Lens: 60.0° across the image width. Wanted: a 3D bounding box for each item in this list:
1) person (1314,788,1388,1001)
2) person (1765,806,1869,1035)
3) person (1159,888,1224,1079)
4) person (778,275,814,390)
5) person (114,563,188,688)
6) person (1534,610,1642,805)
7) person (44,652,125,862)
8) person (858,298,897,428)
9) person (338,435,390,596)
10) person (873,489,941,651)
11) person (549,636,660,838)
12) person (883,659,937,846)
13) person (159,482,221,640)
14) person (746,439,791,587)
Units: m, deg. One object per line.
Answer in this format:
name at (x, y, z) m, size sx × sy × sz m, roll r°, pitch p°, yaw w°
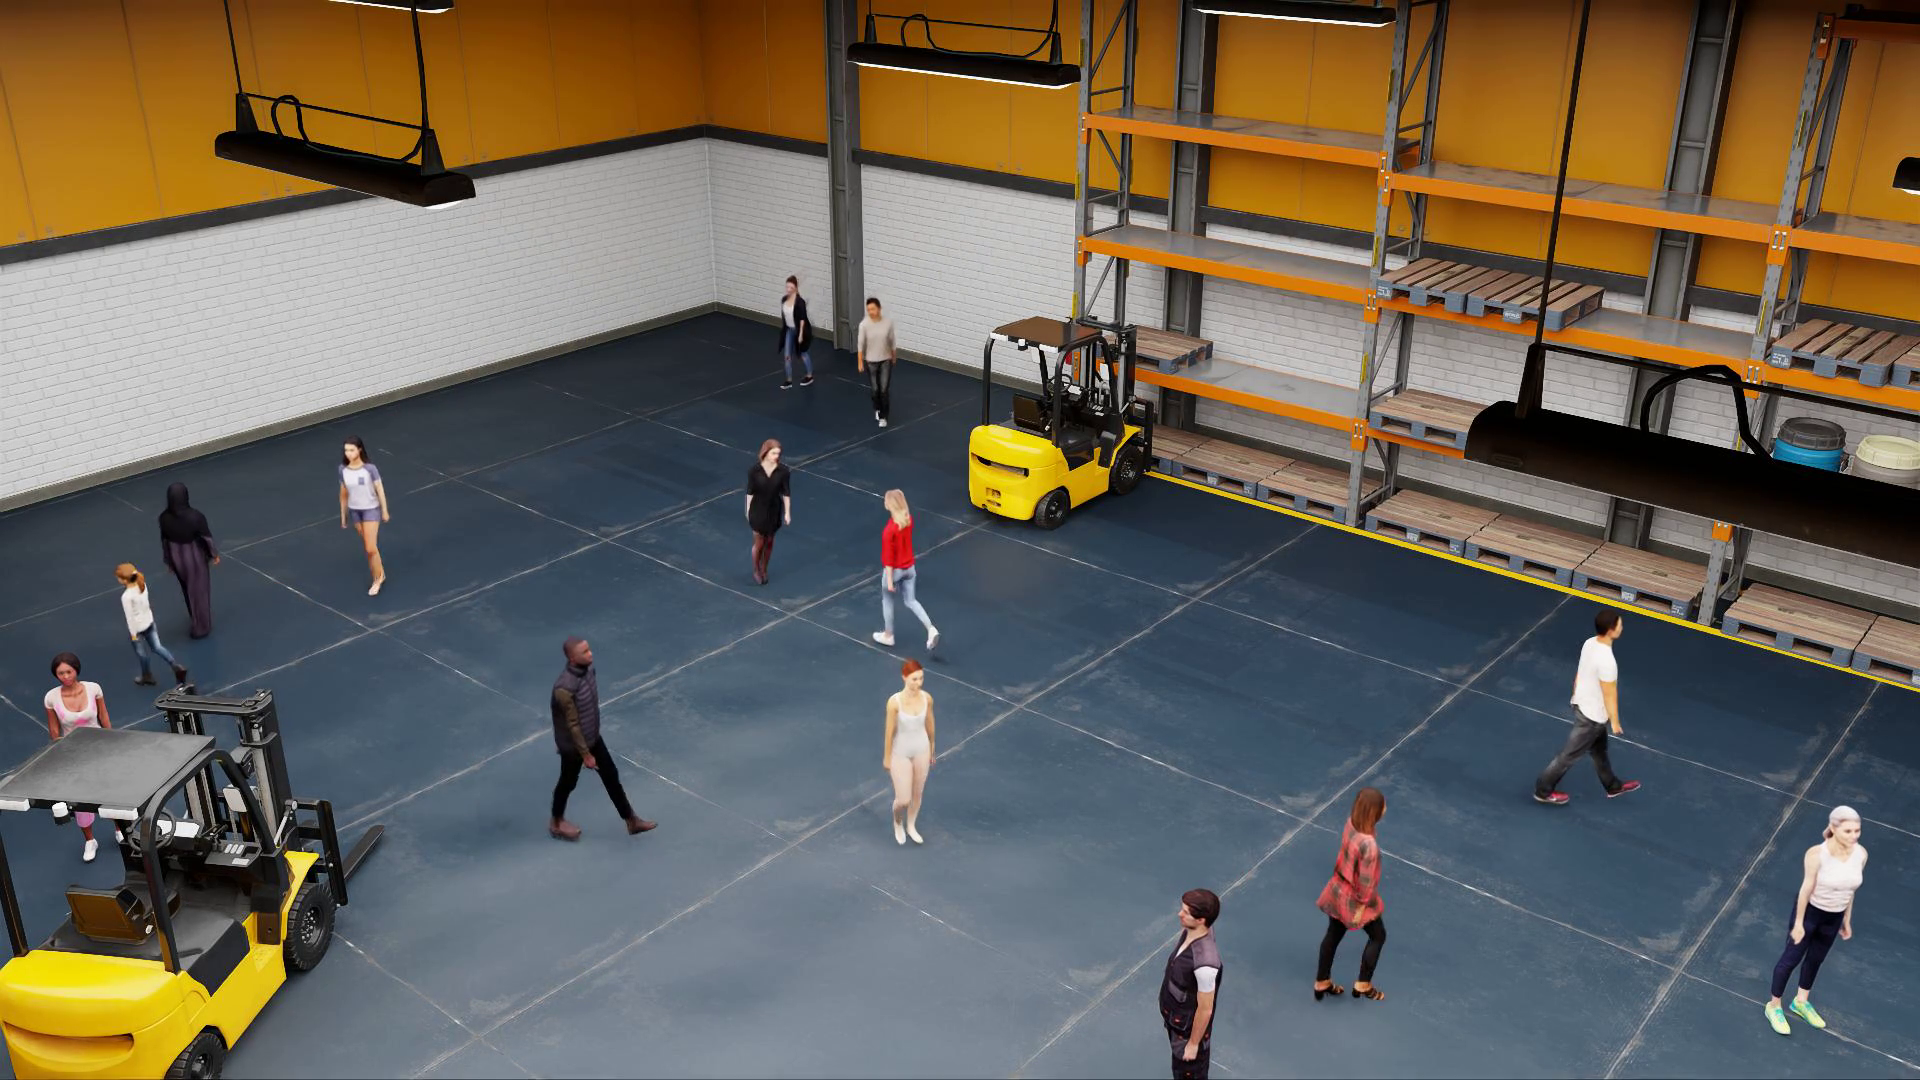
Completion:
person at (2.592, 2.436, 11.311) m, size 0.851 × 1.685 × 0.794 m, roll -5°, pitch 24°, yaw -12°
person at (5.739, 2.509, 11.124) m, size 0.686 × 1.702 × 0.725 m, roll -4°, pitch 24°, yaw -10°
person at (1.406, 2.891, 10.067) m, size 0.792 × 1.849 × 0.735 m, roll -2°, pitch 24°, yaw -4°
person at (-2.291, -2.974, 23.730) m, size 0.816 × 1.652 × 0.715 m, roll 19°, pitch 30°, yaw 37°
person at (-7.556, 0.817, 15.503) m, size 0.928 × 1.294 × 0.709 m, roll 7°, pitch 25°, yaw 16°
person at (5.057, 1.405, 13.575) m, size 1.213 × 1.762 × 1.071 m, roll 2°, pitch 24°, yaw 4°
person at (-6.823, 1.669, 12.994) m, size 0.636 × 1.742 × 0.601 m, roll -15°, pitch 28°, yaw -30°
person at (-1.089, -2.429, 22.339) m, size 0.997 × 1.766 × 1.047 m, roll -4°, pitch 24°, yaw -9°
person at (-6.242, -0.310, 17.553) m, size 0.796 × 1.717 × 0.836 m, roll 4°, pitch 24°, yaw 9°
person at (-0.524, 0.326, 16.135) m, size 1.014 × 1.687 × 0.635 m, roll 16°, pitch 28°, yaw 33°
person at (-3.073, 1.600, 13.101) m, size 1.267 × 1.783 × 1.016 m, roll 7°, pitch 25°, yaw 15°
person at (-0.433, 1.658, 13.162) m, size 0.661 × 1.629 × 0.683 m, roll -11°, pitch 26°, yaw -24°
person at (-7.681, 0.213, 16.491) m, size 0.937 × 1.609 × 0.982 m, roll -1°, pitch 24°, yaw -1°
person at (-2.075, -0.297, 17.578) m, size 0.754 × 1.673 × 0.798 m, roll -1°, pitch 24°, yaw -3°
